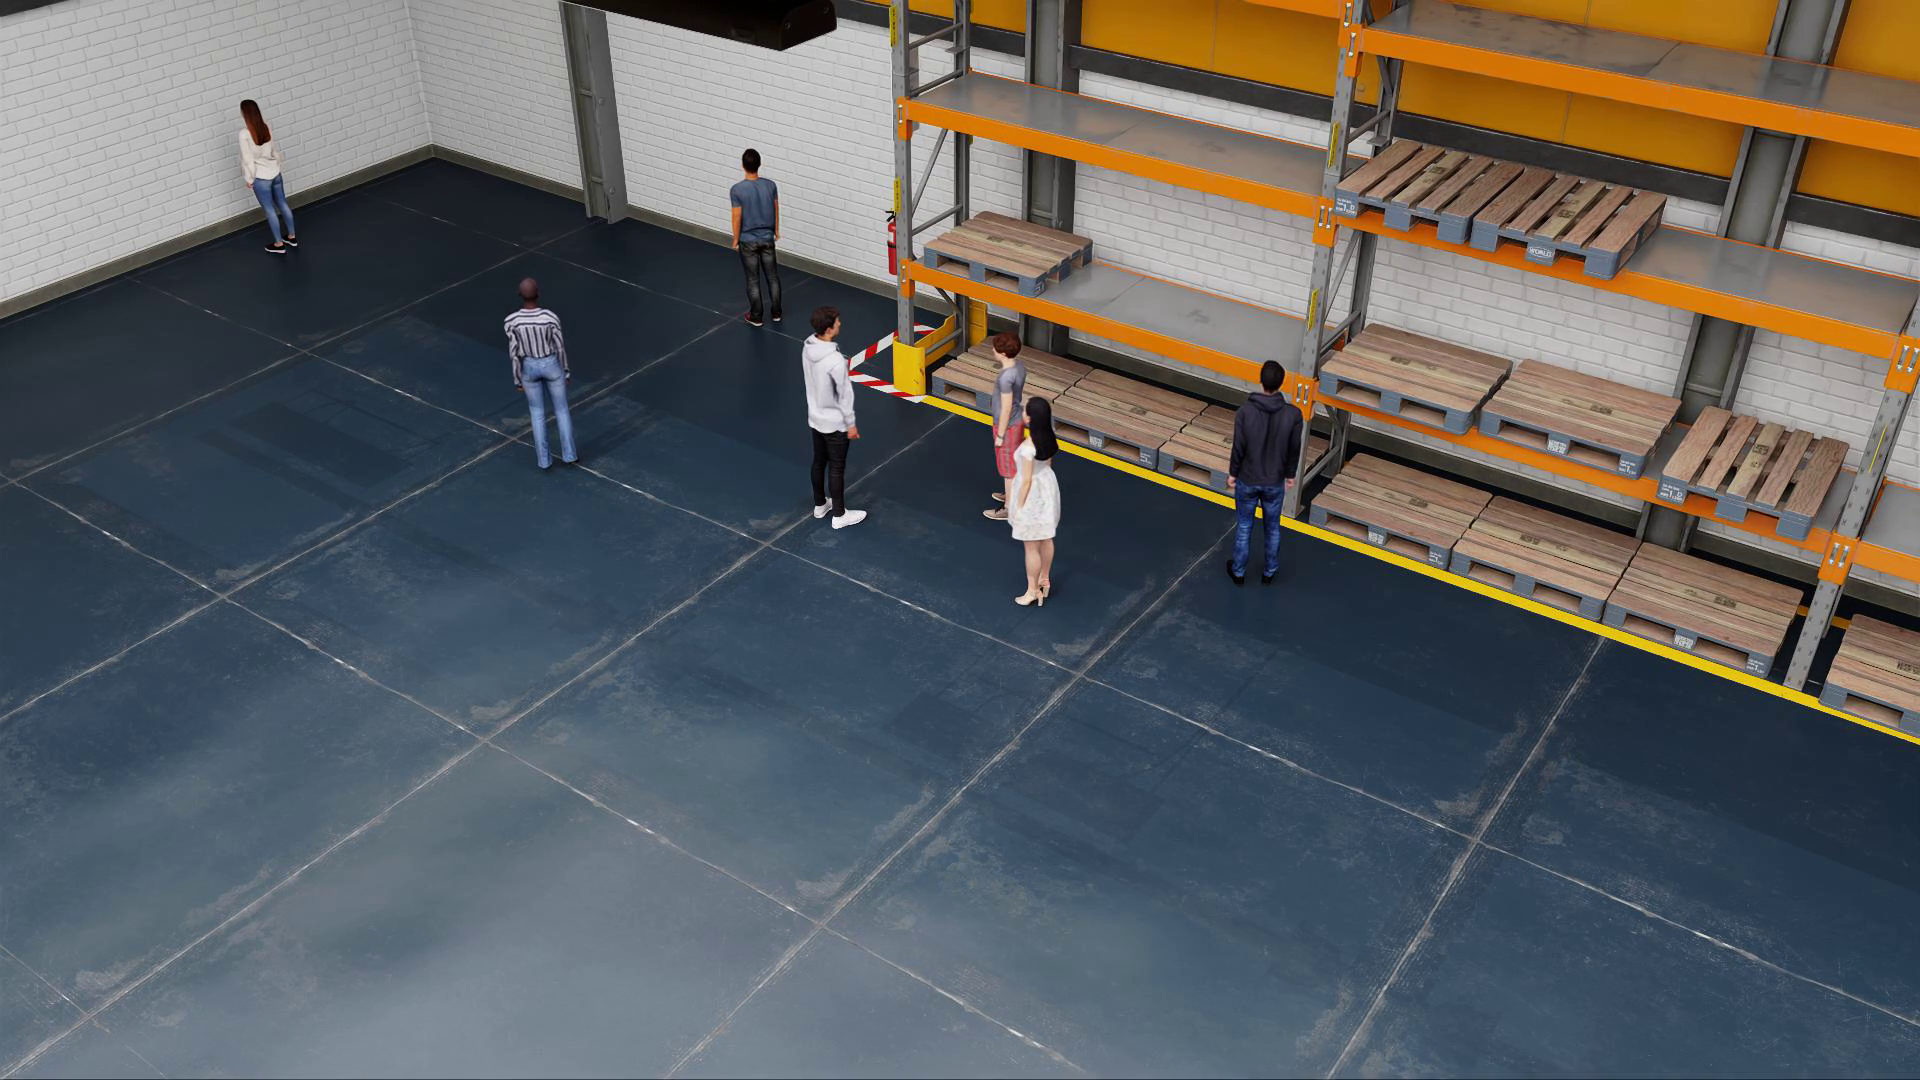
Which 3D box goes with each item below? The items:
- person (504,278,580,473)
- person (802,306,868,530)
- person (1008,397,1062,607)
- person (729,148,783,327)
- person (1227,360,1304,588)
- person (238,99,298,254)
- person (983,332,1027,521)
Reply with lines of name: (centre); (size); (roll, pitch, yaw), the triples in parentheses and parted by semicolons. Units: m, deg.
person: (-3.541, -1.391, 14.121); (0.689, 1.796, 0.744); (-6, 34, -9)
person: (-1.062, -0.997, 13.407); (0.792, 1.930, 0.608); (-27, 42, -35)
person: (0.562, -0.288, 12.480); (0.623, 1.774, 0.641); (20, 38, 27)
person: (-2.017, -3.009, 16.541); (0.725, 1.810, 0.716); (-15, 36, -21)
person: (2.294, -0.485, 12.671); (0.717, 1.892, 0.824); (0, 34, 0)
person: (-7.550, -3.964, 18.087); (0.593, 1.691, 0.647); (15, 37, 22)
person: (0.401, -0.939, 13.572); (0.626, 1.650, 0.657); (9, 35, 14)
